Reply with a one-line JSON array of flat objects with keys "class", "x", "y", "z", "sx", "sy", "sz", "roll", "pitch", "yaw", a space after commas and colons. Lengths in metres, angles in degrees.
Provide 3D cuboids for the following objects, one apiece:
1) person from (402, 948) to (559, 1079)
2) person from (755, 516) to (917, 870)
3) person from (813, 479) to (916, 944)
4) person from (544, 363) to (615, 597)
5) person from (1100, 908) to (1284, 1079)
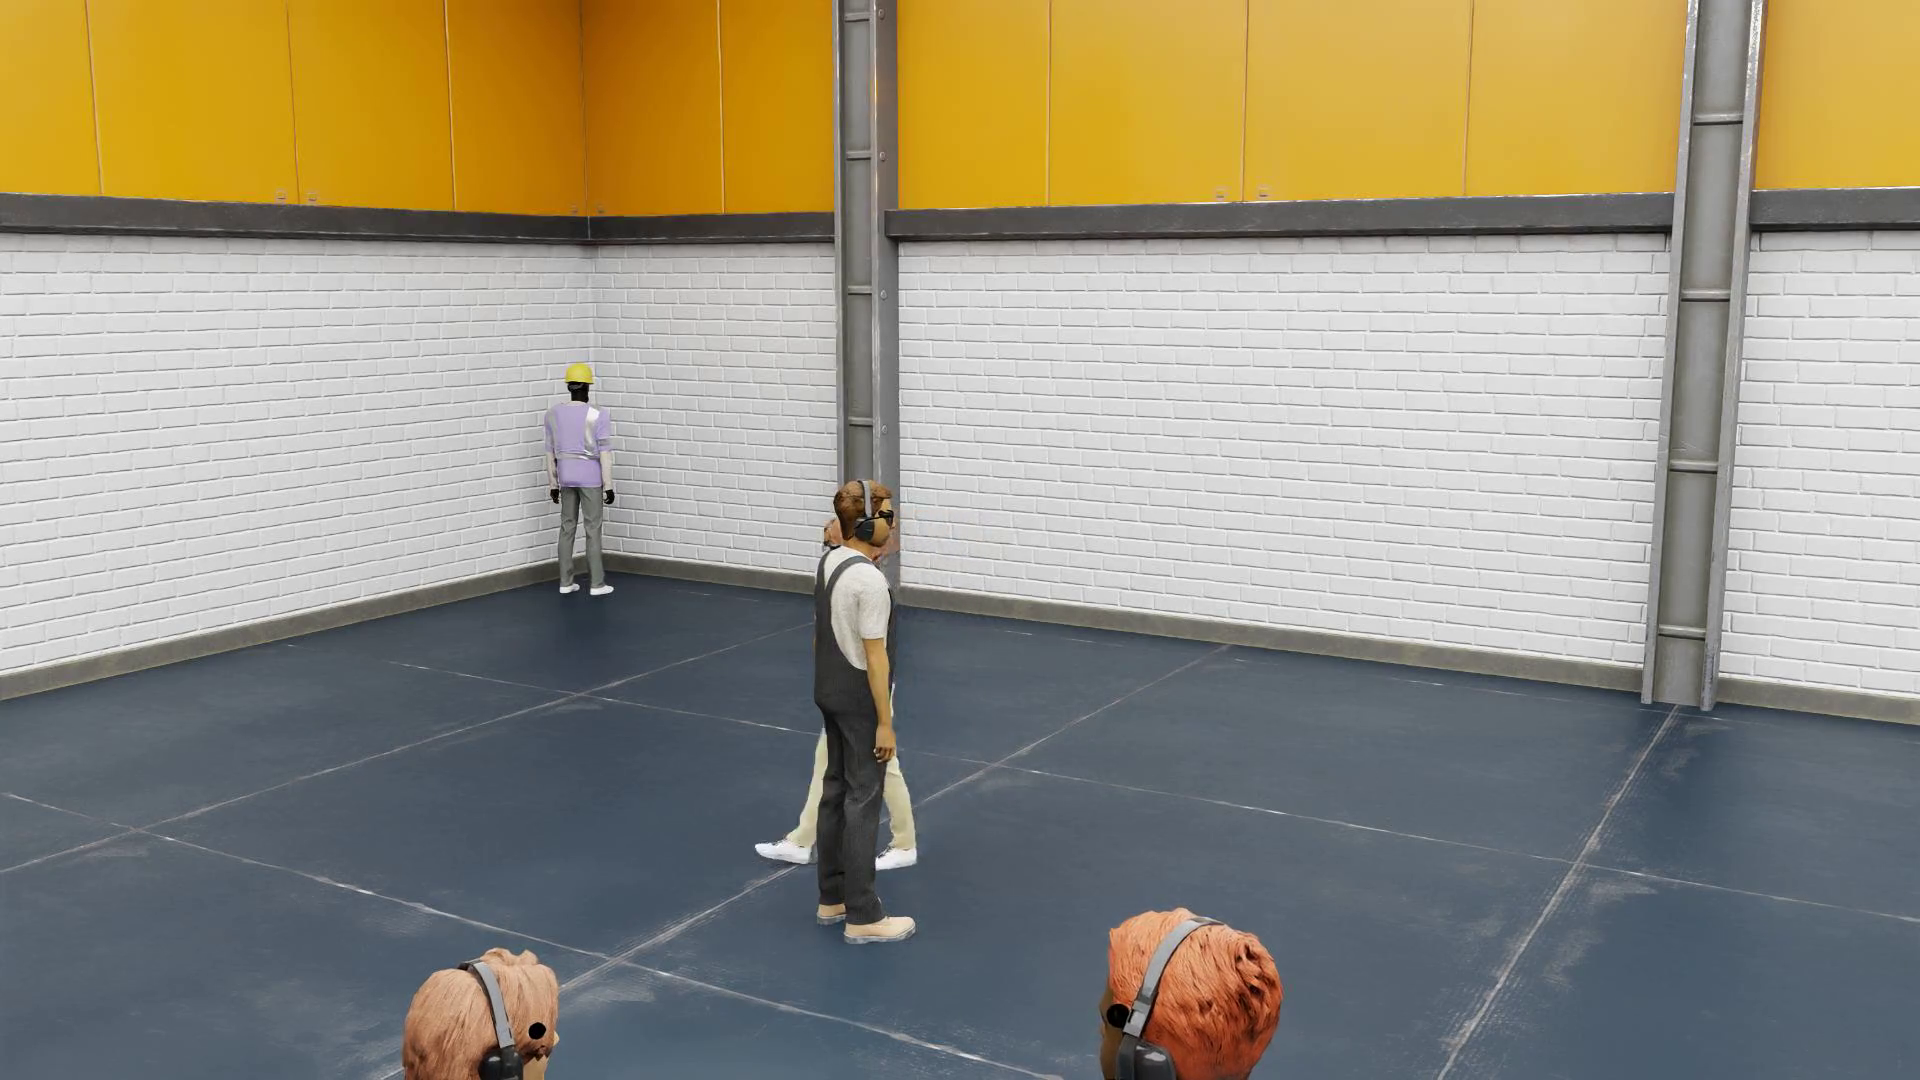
[{"class": "person", "x": -0.704, "y": 1.428, "z": 2.559, "sx": 0.513, "sy": 1.641, "sz": 0.307, "roll": 9, "pitch": 13, "yaw": 44}, {"class": "person", "x": -0.538, "y": 0.689, "z": 7.271, "sx": 0.789, "sy": 1.595, "sz": 0.512, "roll": -3, "pitch": 10, "yaw": -19}, {"class": "person", "x": -0.406, "y": 0.674, "z": 6.623, "sx": 0.325, "sy": 1.843, "sz": 0.516, "roll": -5, "pitch": 10, "yaw": -29}, {"class": "person", "x": -3.116, "y": -0.494, "z": 13.688, "sx": 0.588, "sy": 1.919, "sz": 0.390, "roll": 3, "pitch": 10, "yaw": 17}, {"class": "person", "x": 0.291, "y": 1.379, "z": 2.106, "sx": 0.360, "sy": 1.882, "sz": 0.575, "roll": 7, "pitch": 12, "yaw": 39}]
